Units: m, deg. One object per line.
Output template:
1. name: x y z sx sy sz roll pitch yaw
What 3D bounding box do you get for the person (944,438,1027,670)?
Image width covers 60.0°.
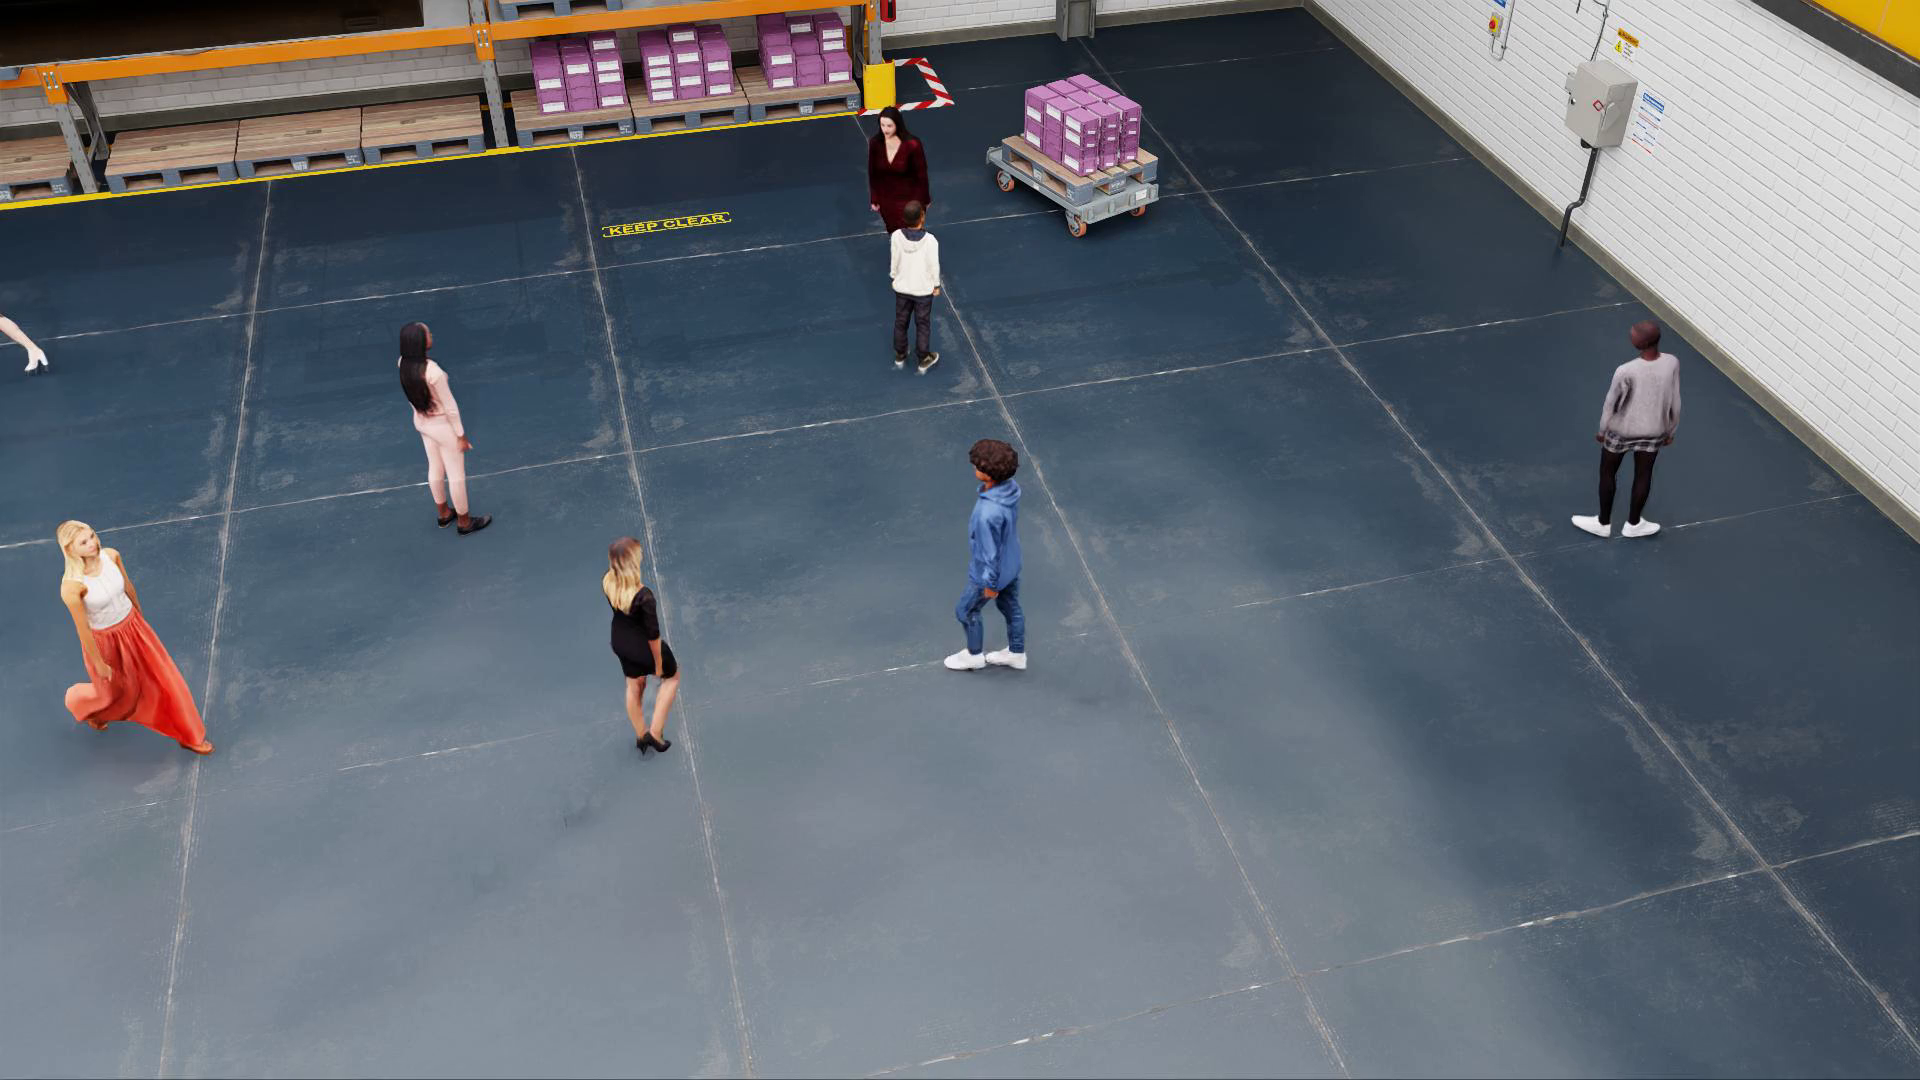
1. person: 0.302 0.155 10.564 0.936 1.791 0.875 11 40 14

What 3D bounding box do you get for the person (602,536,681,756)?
1. person: -1.988 0.703 9.977 0.663 1.667 0.721 21 43 25

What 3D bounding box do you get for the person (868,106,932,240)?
1. person: -0.480 -3.036 14.605 0.844 1.734 0.912 13 40 16

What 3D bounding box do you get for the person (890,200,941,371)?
1. person: -0.386 -2.086 13.644 0.640 1.449 0.726 15 41 18

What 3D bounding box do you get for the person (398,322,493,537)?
1. person: -3.703 -0.788 11.801 0.699 1.721 0.734 25 45 28

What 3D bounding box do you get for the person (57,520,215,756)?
1. person: -5.162 0.600 10.024 1.238 1.771 1.059 12 40 15

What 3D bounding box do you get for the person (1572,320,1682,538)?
1. person: 4.836 -0.753 11.734 0.579 1.750 0.891 7 39 8
